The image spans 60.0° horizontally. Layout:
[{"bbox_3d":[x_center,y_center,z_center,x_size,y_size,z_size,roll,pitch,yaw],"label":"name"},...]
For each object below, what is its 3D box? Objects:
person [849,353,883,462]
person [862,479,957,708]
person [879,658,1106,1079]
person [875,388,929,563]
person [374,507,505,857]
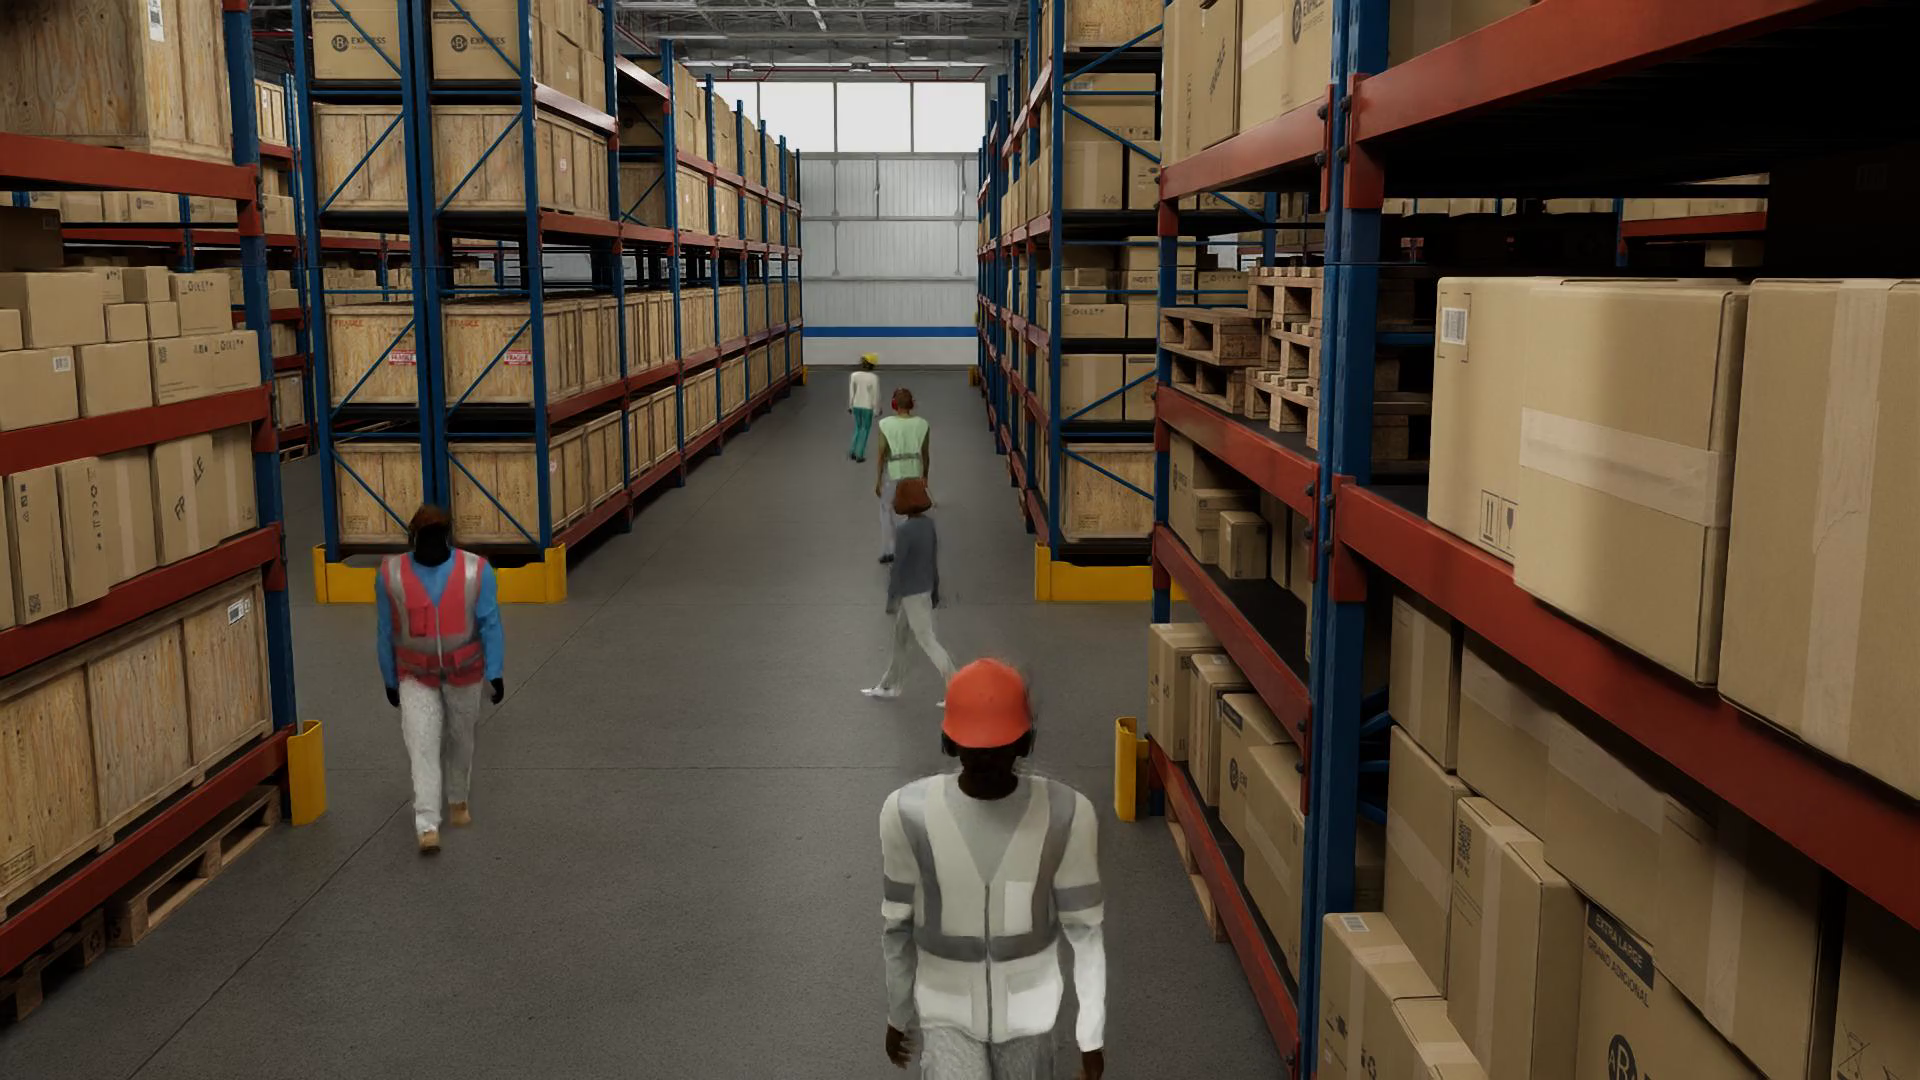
[{"bbox_3d":[-1.465,-2.077,26.141,0.567,1.724,0.491,6,11,30],"label":"person"},{"bbox_3d":[-0.293,0.368,11.538,0.839,1.593,0.511,4,10,21],"label":"person"},{"bbox_3d":[0.091,1.287,4.692,0.624,1.999,1.032,0,9,-1],"label":"person"},{"bbox_3d":[-0.613,-0.632,16.942,0.613,1.823,0.619,-4,10,-22],"label":"person"},{"bbox_3d":[-2.717,0.722,8.729,0.639,1.791,0.945,-3,10,-18],"label":"person"}]
